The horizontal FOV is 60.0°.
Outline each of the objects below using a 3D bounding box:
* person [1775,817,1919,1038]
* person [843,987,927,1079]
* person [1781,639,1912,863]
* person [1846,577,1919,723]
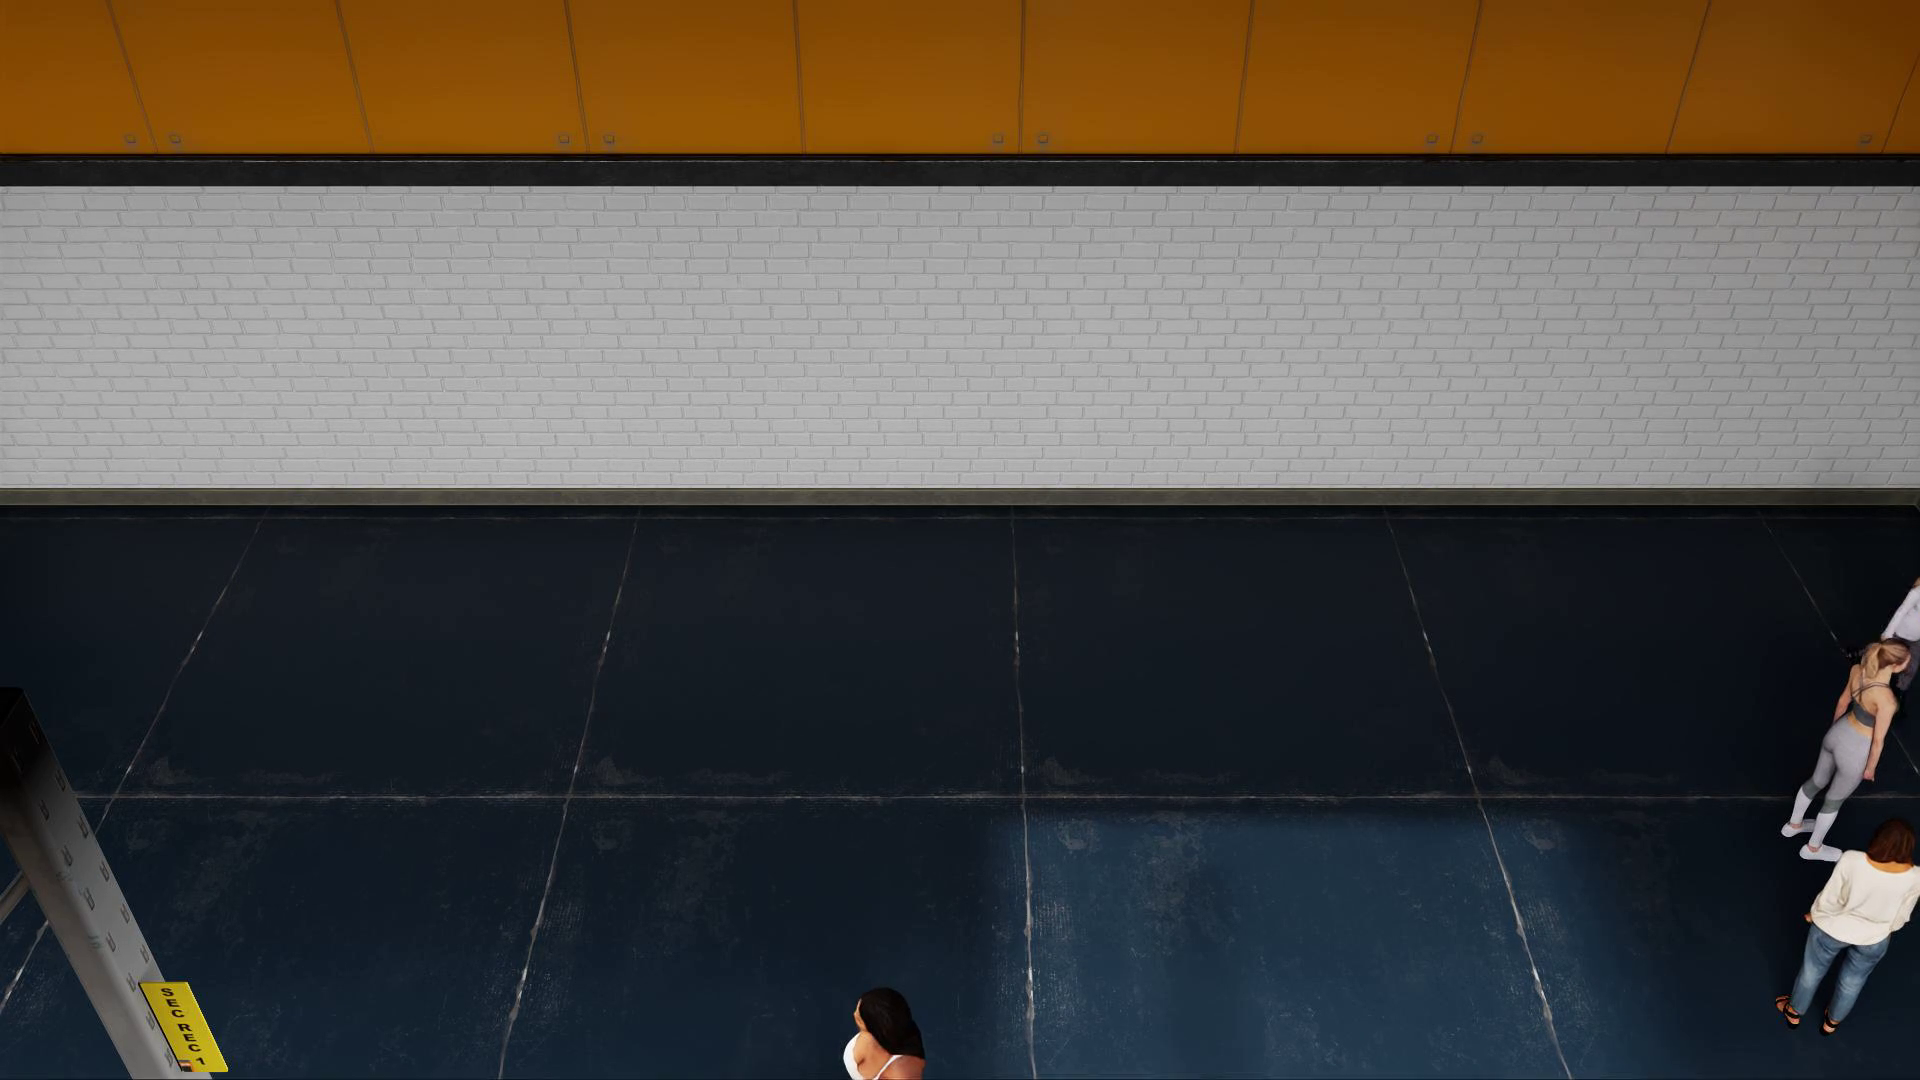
[{"bbox_3d":[4.874,2.119,9.083,0.689,1.682,0.672,14,41,17],"label":"person"},{"bbox_3d":[-0.321,2.773,8.164,0.773,1.807,0.643,-12,40,-15],"label":"person"},{"bbox_3d":[5.411,1.264,10.133,0.653,1.707,0.503,-5,39,-7],"label":"person"},{"bbox_3d":[6.442,0.580,11.356,0.575,1.250,0.889,-5,39,-6],"label":"person"}]
